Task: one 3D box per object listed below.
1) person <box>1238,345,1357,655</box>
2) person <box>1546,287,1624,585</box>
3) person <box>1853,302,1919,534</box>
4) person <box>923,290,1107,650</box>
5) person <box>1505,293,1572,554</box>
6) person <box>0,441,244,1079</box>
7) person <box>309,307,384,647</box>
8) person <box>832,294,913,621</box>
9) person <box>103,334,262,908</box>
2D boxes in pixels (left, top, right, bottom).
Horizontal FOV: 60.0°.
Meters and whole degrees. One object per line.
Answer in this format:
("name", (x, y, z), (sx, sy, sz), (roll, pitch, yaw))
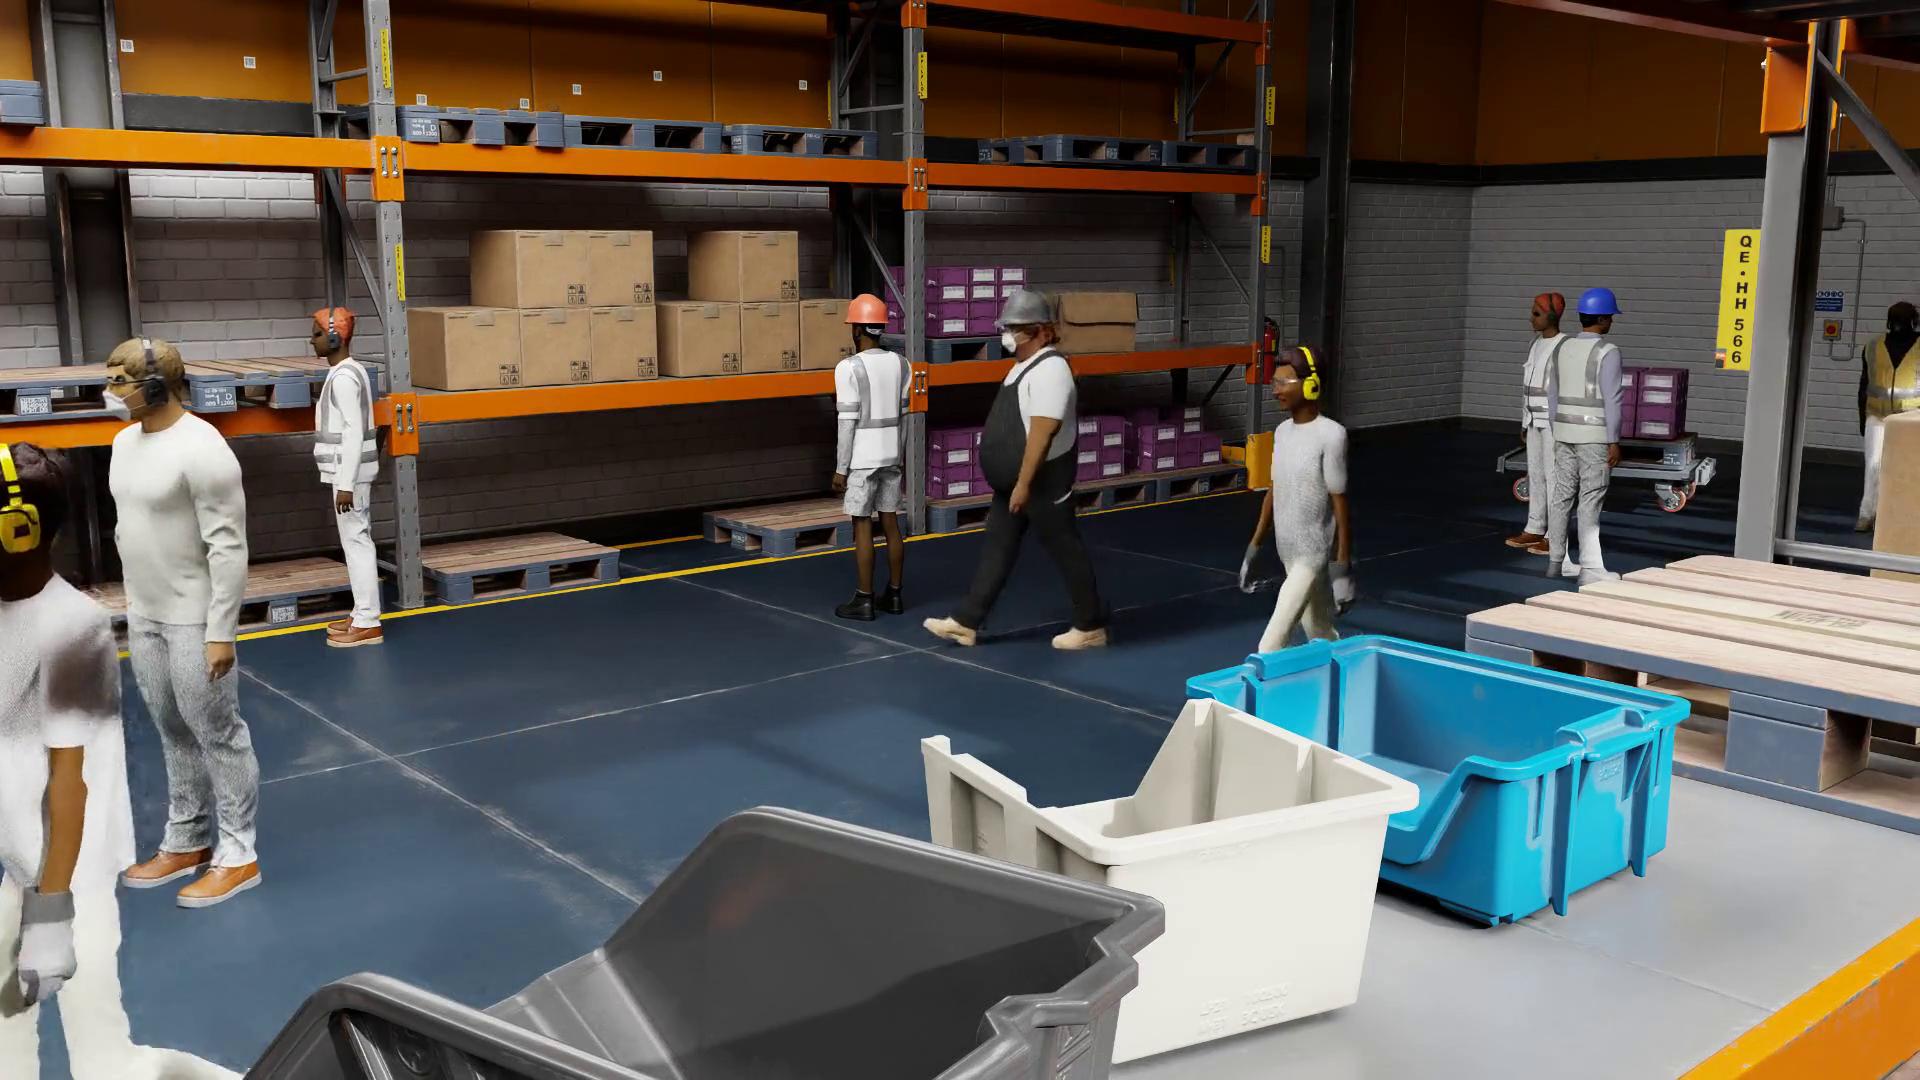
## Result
("person", (1.410, 0.085, 7.051), (0.997, 1.815, 0.550), (-2, 10, -14))
("person", (4.133, -0.683, 10.970), (0.391, 1.949, 0.602), (-4, 11, -22))
("person", (7.351, -0.961, 13.009), (0.637, 1.792, 0.976), (9, 13, 41))
("person", (0.347, -0.390, 9.075), (1.021, 2.000, 0.695), (-2, 10, -14))
("person", (4.242, -0.839, 12.029), (0.342, 1.881, 0.579), (-2, 10, -10))
("person", (-1.845, 0.700, 3.509), (0.813, 1.847, 0.519), (-10, 14, -44))
("person", (-3.419, -0.348, 9.277), (0.341, 1.882, 0.587), (-3, 11, -18))
("person", (-0.540, -0.485, 9.897), (0.357, 1.938, 0.545), (10, 14, 44))
("person", (-2.644, 0.275, 5.647), (0.629, 1.936, 0.372), (7, 12, 35))
